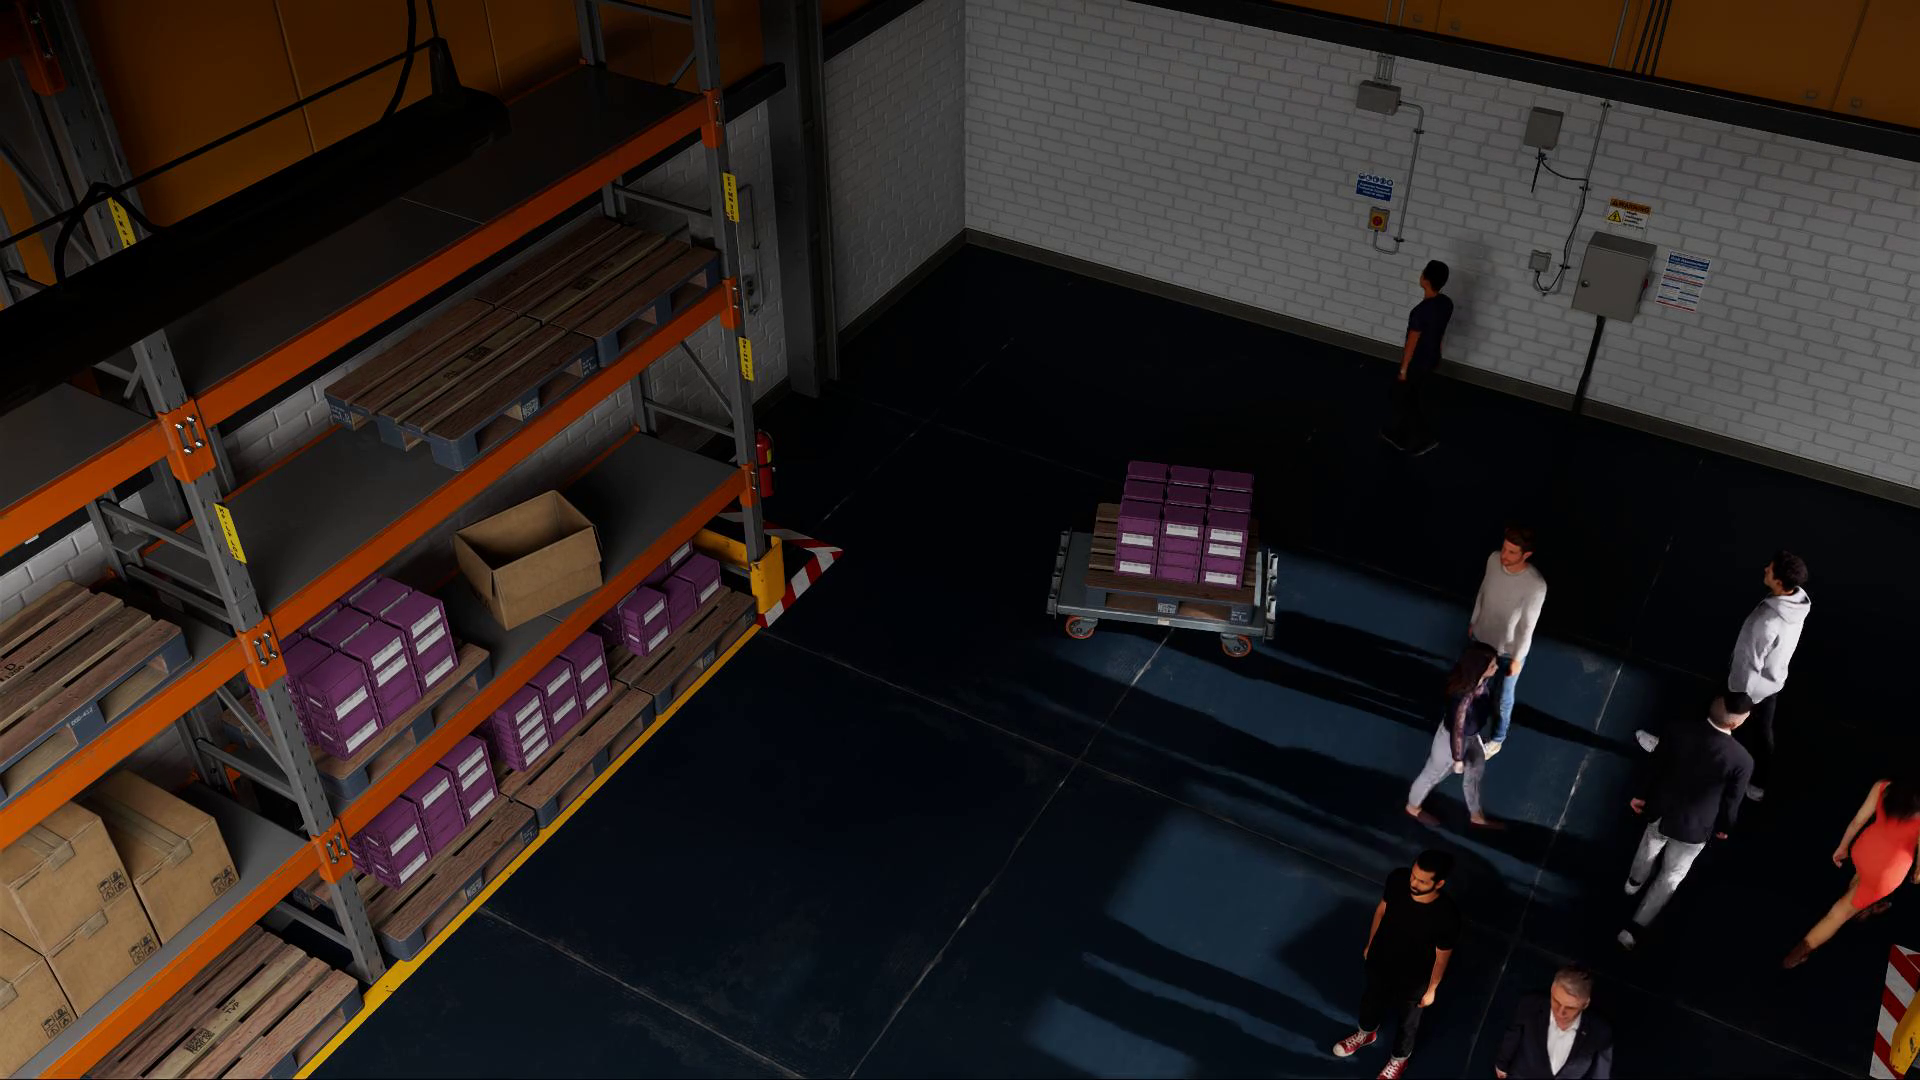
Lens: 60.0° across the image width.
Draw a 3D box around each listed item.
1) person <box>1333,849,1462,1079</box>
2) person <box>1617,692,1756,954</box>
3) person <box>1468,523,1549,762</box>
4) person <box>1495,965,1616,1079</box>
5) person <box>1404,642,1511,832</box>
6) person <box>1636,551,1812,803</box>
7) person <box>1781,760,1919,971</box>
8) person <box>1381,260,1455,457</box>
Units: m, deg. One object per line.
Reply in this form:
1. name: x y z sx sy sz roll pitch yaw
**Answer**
1. person: 2.401 2.284 8.991 0.692 1.758 0.703 -28 46 -30
2. person: 4.180 1.628 9.684 0.940 1.918 1.217 31 48 33
3. person: 3.564 0.650 10.926 0.751 1.898 0.738 -20 43 -23
4. person: 3.011 2.698 8.459 0.816 1.775 1.241 13 40 15
5. person: 3.054 1.237 10.441 0.697 1.585 0.820 18 42 21
6. person: 5.152 0.934 10.578 1.117 1.887 0.970 -31 48 -33
7. person: 5.193 1.914 9.529 1.174 1.666 1.035 -16 41 -19
8. person: 3.822 -1.431 13.627 0.862 1.778 0.855 -29 47 -32
